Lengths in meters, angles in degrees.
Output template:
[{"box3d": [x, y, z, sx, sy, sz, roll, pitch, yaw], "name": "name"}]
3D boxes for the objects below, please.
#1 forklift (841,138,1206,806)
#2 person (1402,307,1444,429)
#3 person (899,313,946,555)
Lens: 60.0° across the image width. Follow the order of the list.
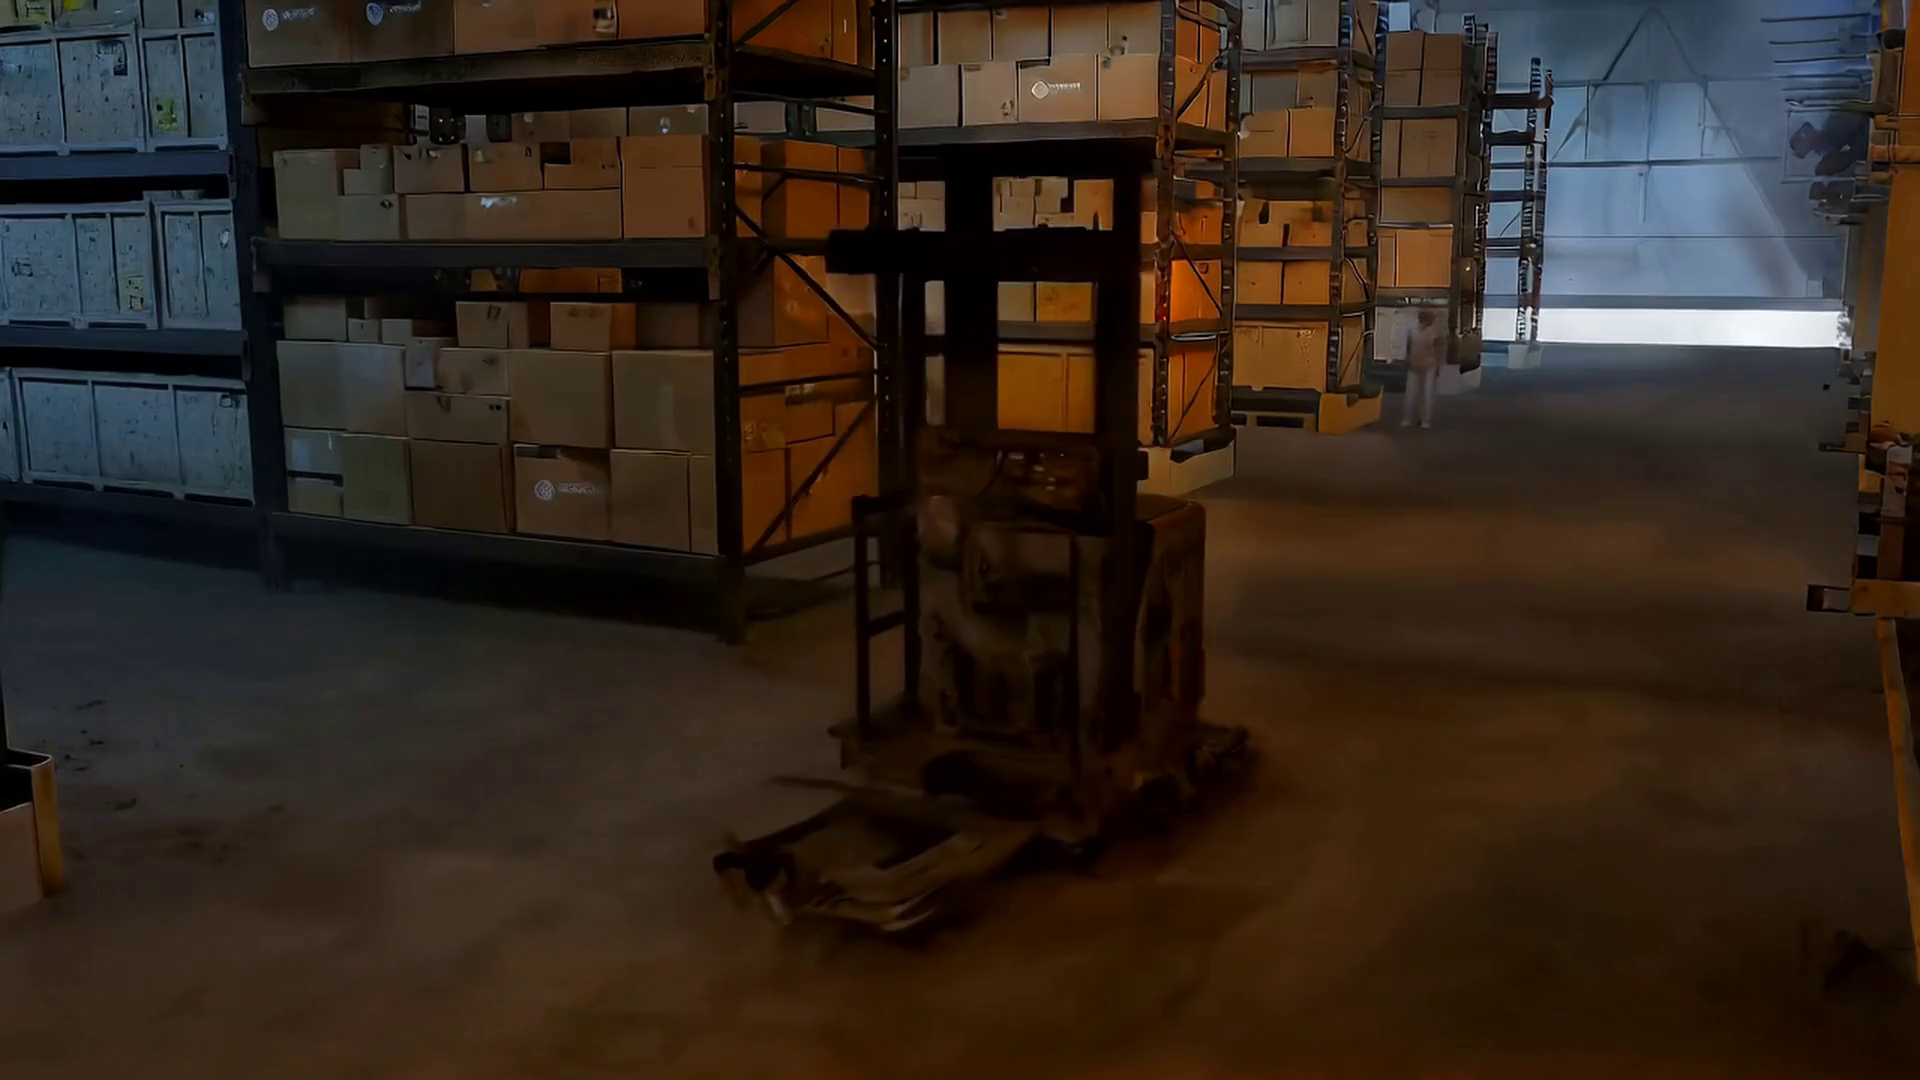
[{"box3d": [0.393, -0.433, 7.756, 1.129, 2.768, 1.873, 5, 11, 27], "name": "forklift"}, {"box3d": [6.097, -2.262, 21.962, 0.531, 1.618, 0.586, 6, 12, 32], "name": "person"}, {"box3d": [-0.184, -0.738, 12.381, 0.542, 1.902, 0.938, -8, 13, -40], "name": "person"}]
